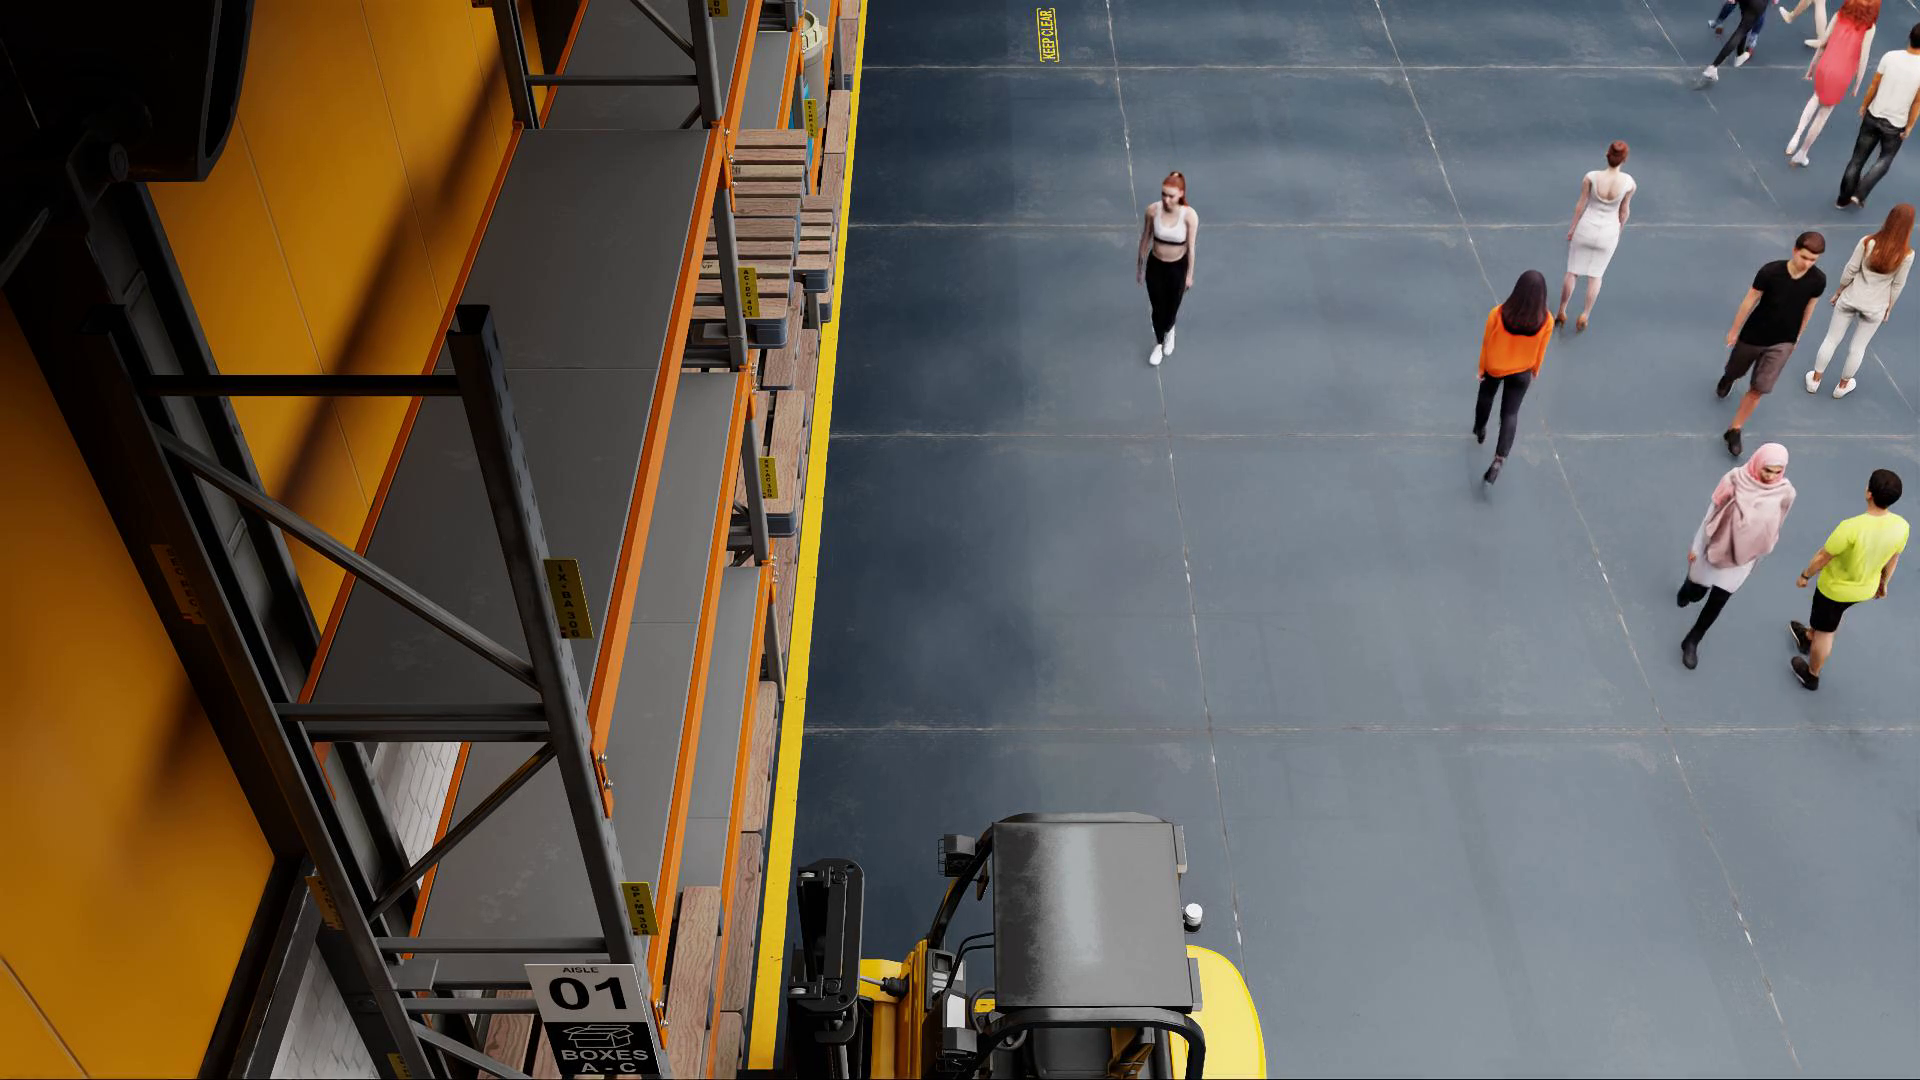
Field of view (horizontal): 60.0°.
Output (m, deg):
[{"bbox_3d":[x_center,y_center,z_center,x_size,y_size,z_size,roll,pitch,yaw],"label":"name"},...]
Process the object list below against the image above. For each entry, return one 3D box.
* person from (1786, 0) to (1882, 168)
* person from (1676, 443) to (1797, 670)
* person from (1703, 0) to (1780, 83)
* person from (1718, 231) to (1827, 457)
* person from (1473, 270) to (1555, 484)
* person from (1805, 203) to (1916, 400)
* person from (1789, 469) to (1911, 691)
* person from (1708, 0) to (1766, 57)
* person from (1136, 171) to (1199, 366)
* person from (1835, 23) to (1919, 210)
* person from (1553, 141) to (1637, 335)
[{"bbox_3d":[8.016,-4.252,15.389,0.825,1.815,0.749,-26,50,-25],"label":"person"},{"bbox_3d":[5.019,0.032,10.912,0.780,1.787,0.975,11,45,11],"label":"person"},{"bbox_3d":[7.918,-5.407,16.682,1.099,1.704,1.137,-27,50,-26],"label":"person"},{"bbox_3d":[6.107,-1.591,12.583,0.901,1.834,1.228,13,45,13],"label":"person"},{"bbox_3d":[4.037,-1.191,12.249,0.785,1.715,1.159,9,44,9],"label":"person"},{"bbox_3d":[7.030,-1.850,12.942,0.686,1.712,0.719,25,49,24],"label":"person"},{"bbox_3d":[5.748,0.319,10.680,0.707,1.692,0.831,-4,44,-4],"label":"person"},{"bbox_3d":[8.305,-5.789,17.168,0.745,1.586,0.980,-8,44,-8],"label":"person"},{"bbox_3d":[1.674,-2.189,13.284,0.711,1.731,0.748,15,46,15],"label":"person"},{"bbox_3d":[8.245,-3.737,14.862,0.814,1.795,0.870,32,52,29],"label":"person"},{"bbox_3d":[5.155,-2.460,13.526,0.641,1.790,0.630,16,46,16],"label":"person"}]
